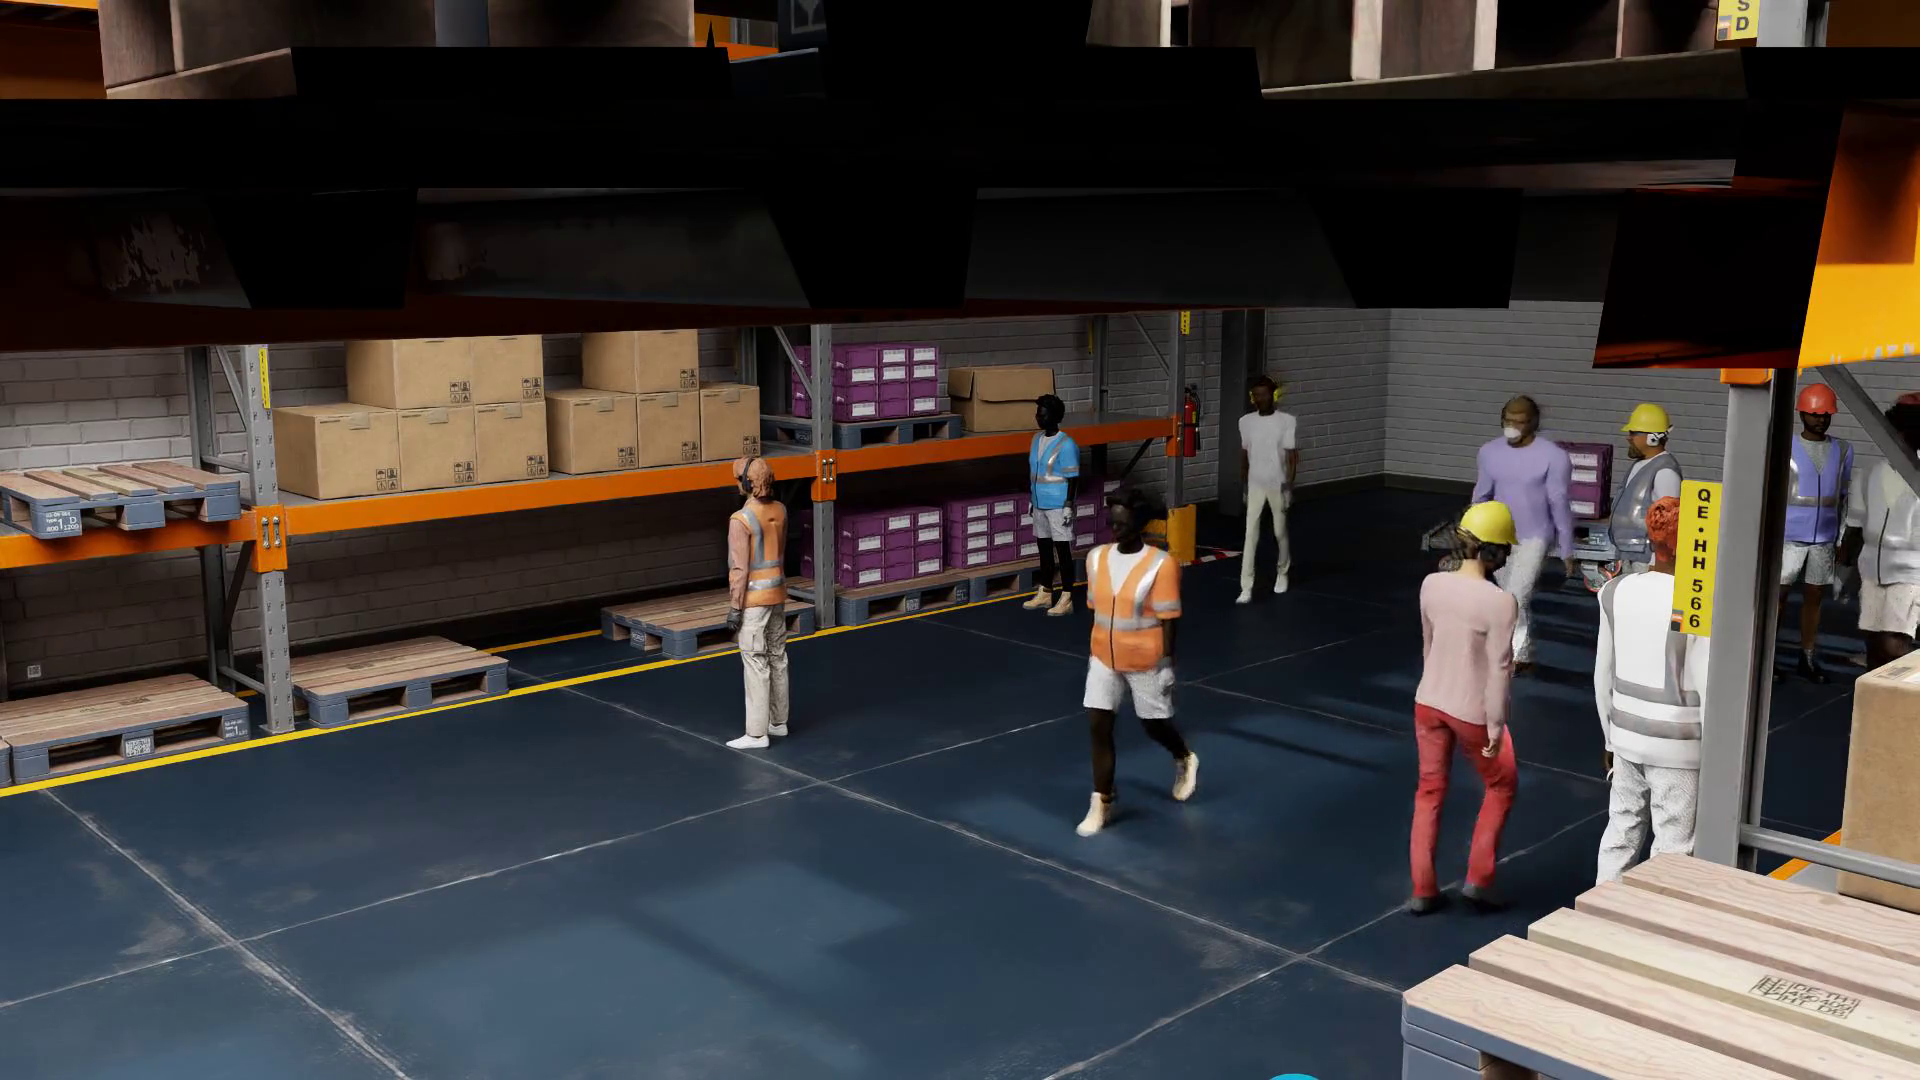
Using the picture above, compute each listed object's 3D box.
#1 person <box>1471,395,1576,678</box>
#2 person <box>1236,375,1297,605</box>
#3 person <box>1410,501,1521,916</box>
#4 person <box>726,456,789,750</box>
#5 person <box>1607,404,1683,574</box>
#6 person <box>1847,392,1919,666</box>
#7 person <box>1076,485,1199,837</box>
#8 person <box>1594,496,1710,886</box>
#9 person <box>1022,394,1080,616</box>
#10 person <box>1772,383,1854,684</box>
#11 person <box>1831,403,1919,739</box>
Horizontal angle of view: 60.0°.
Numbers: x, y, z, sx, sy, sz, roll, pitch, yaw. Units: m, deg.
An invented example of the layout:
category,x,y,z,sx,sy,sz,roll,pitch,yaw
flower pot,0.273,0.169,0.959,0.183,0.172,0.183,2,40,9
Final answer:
category,x,y,z,sx,sy,sz,roll,pitch,yaw
person,3.454,0.036,10.420,1.076,1.867,0.673,-8,12,-38
person,2.455,-0.415,13.262,0.507,1.816,1.025,4,11,23
person,2.111,0.701,6.900,0.572,1.743,0.534,-7,12,-36
person,-1.123,0.349,9.268,0.308,1.641,0.517,4,11,23
person,4.249,0.066,10.361,0.404,1.830,0.602,1,10,5
person,6.390,-0.044,10.953,0.747,1.861,0.631,5,11,26
person,0.864,0.549,8.024,0.538,1.670,0.770,8,12,38
person,2.564,0.774,6.070,0.355,1.882,0.575,-5,11,-25
person,0.697,-0.268,12.716,0.317,1.695,0.540,-6,12,-33
person,5.416,-0.035,10.645,0.552,1.937,0.356,0,10,1
person,5.151,0.205,9.211,0.504,1.940,0.649,-5,11,-26
